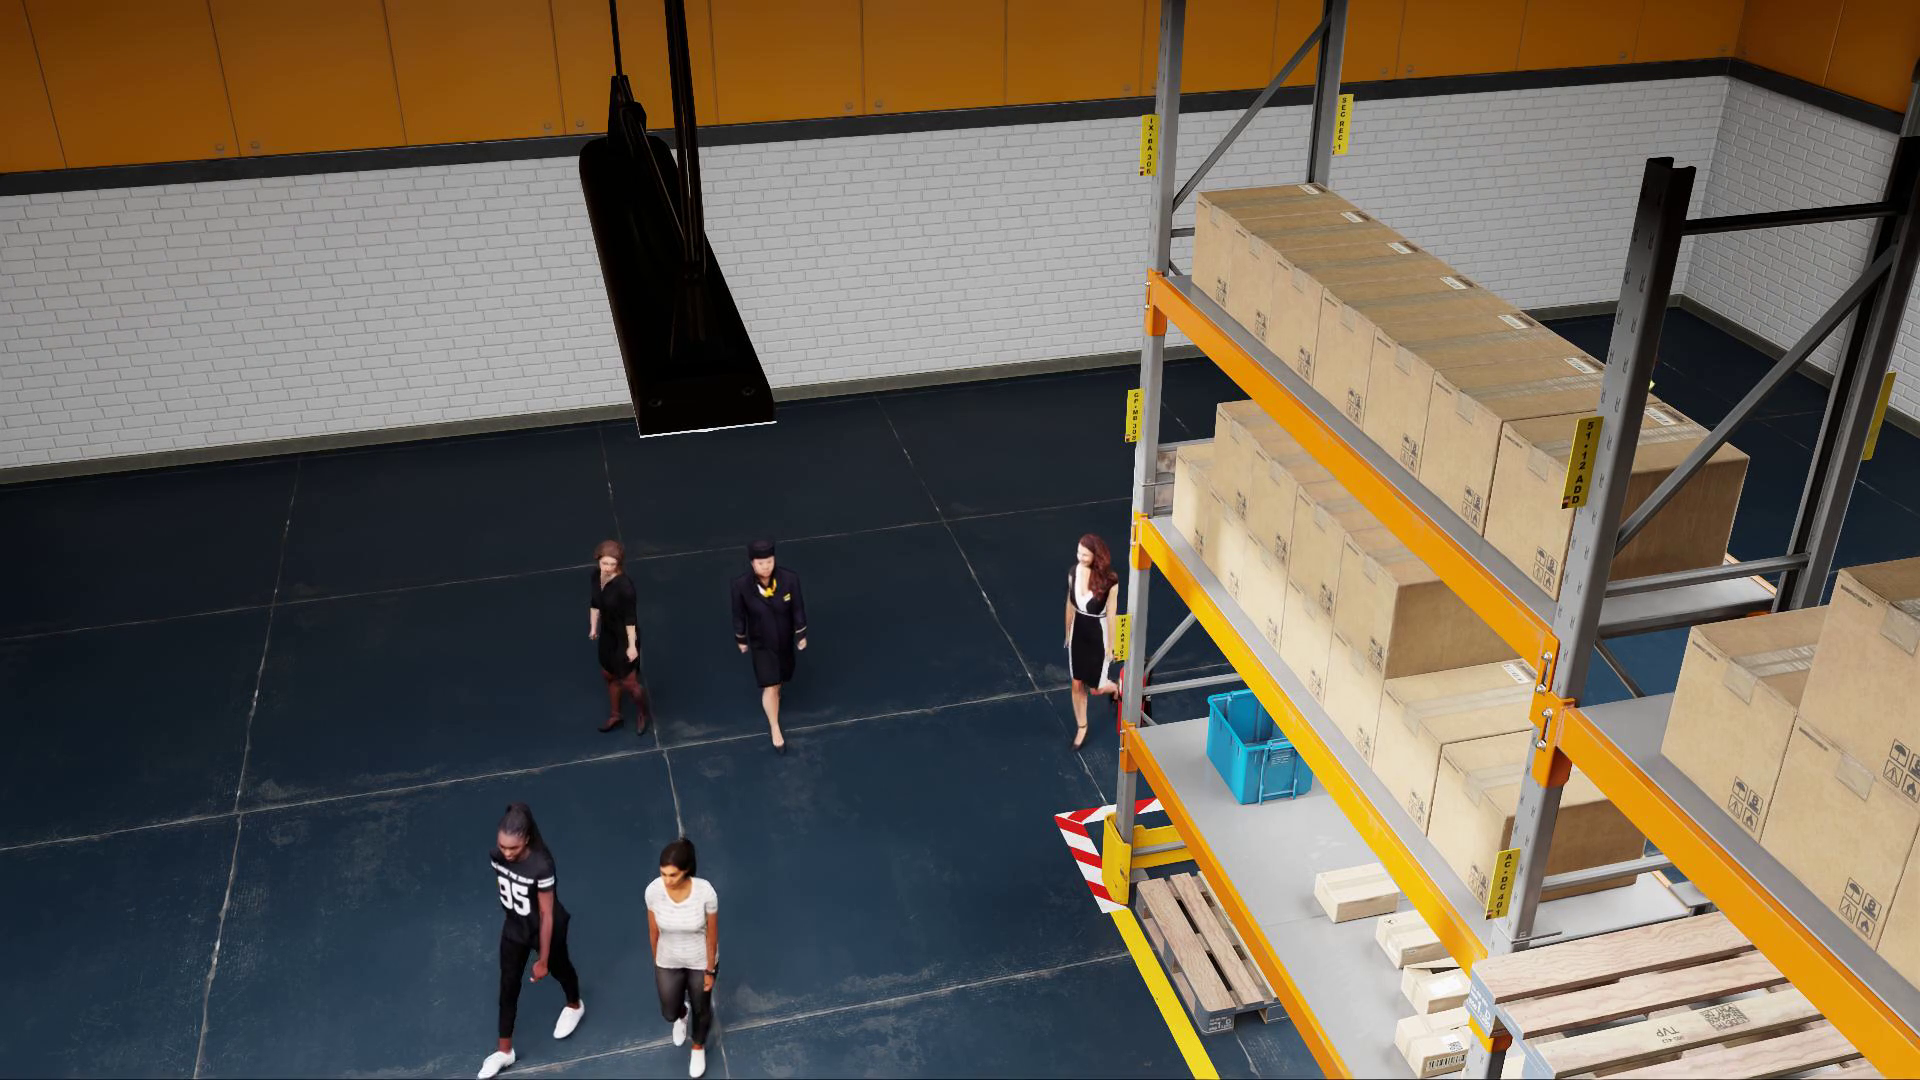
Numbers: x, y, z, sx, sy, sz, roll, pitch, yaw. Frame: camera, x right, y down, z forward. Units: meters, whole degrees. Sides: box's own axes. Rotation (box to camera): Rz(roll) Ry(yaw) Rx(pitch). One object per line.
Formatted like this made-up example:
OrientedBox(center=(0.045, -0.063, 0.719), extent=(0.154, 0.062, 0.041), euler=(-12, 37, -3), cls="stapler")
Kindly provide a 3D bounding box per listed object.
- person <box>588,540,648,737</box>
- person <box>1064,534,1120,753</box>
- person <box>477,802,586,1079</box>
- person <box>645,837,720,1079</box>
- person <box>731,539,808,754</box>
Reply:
OrientedBox(center=(-2.492, 0.732, 12.305), extent=(0.819, 1.695, 0.694), euler=(-19, 34, -31), cls="person")
OrientedBox(center=(1.009, 0.728, 12.221), extent=(0.895, 1.783, 0.931), euler=(19, 34, 31), cls="person")
OrientedBox(center=(-2.393, 2.203, 9.585), extent=(0.973, 1.719, 1.094), euler=(11, 31, 19), cls="person")
OrientedBox(center=(-1.535, 2.322, 9.460), extent=(0.651, 1.629, 0.728), euler=(1, 29, 2), cls="person")
OrientedBox(center=(-1.398, 0.715, 12.385), extent=(0.689, 1.649, 1.018), euler=(-8, 30, -14), cls="person")
